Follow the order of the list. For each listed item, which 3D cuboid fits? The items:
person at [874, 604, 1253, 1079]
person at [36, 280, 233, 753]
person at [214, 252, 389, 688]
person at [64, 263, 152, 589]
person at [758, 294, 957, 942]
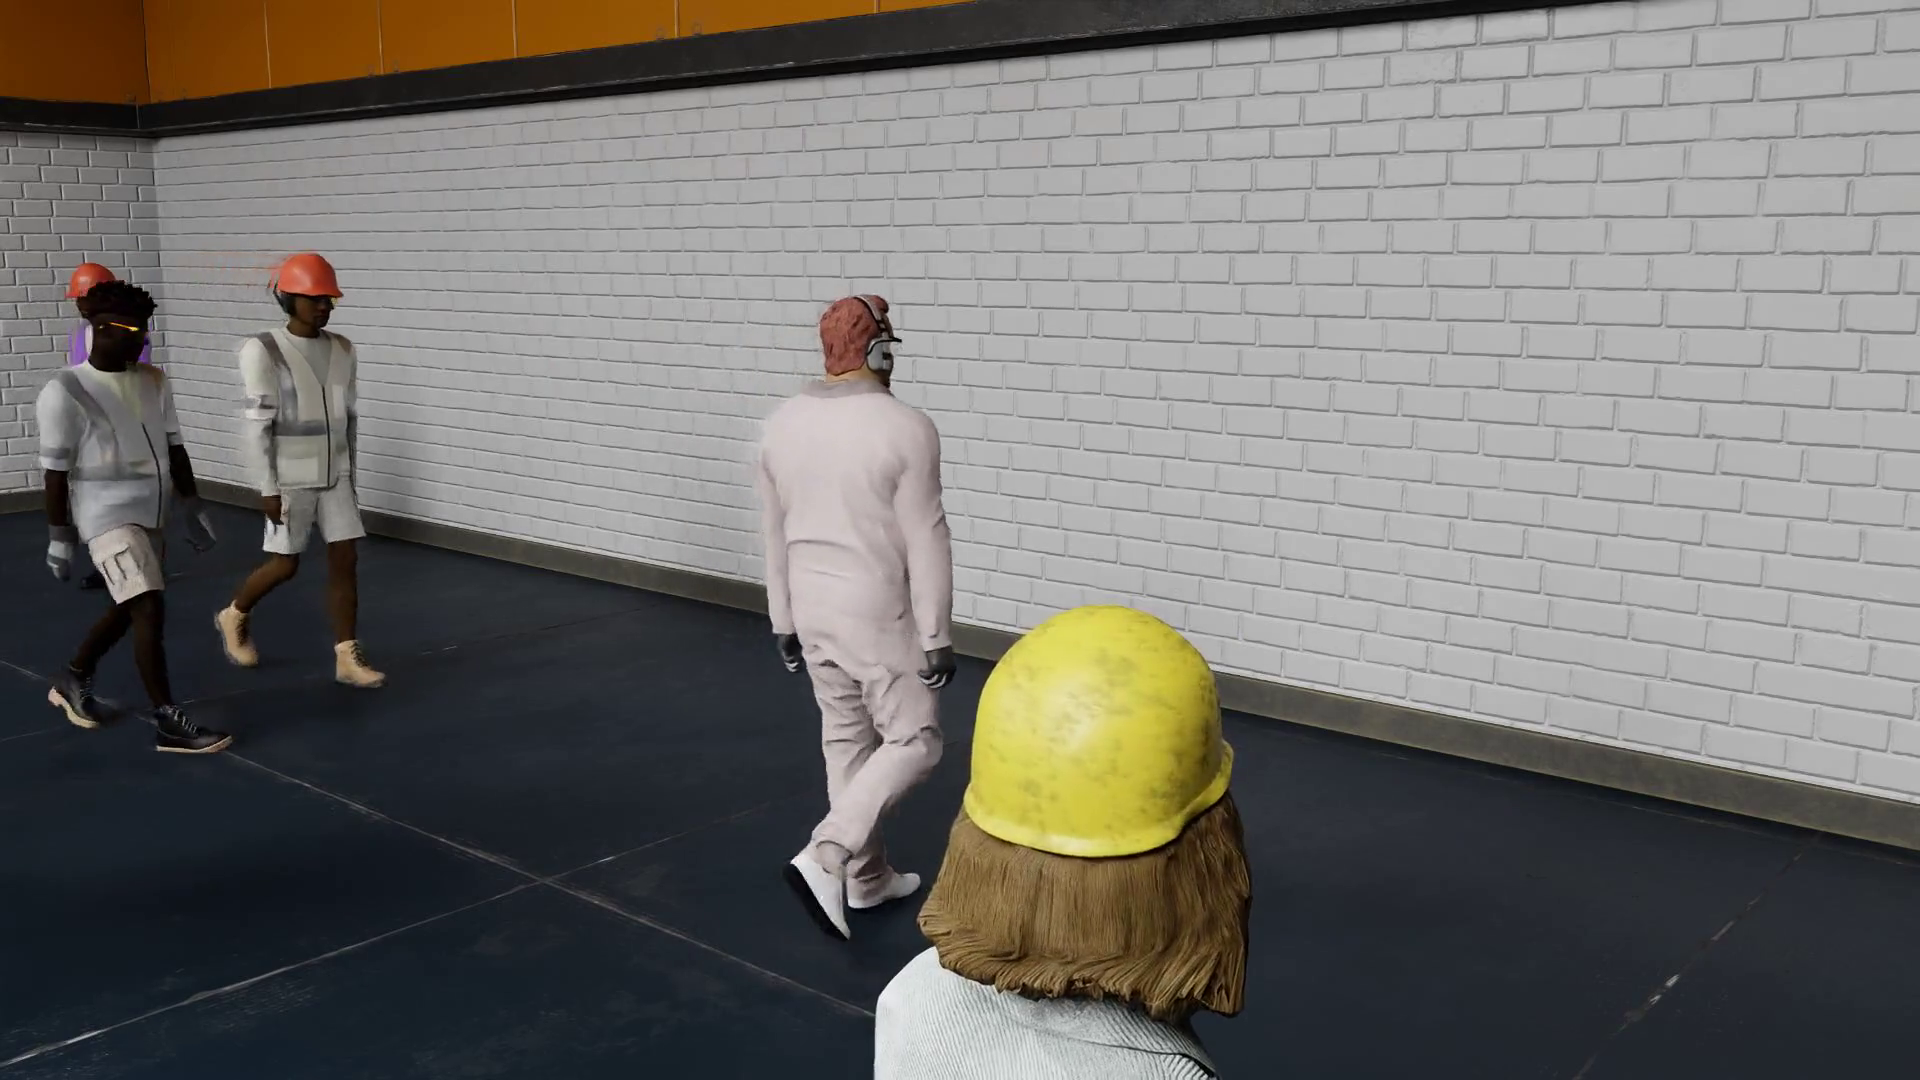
[{"bbox_3d":[0.113,0.912,1.427,0.284,1.746,0.489,-7,12,-36],"label":"person"},{"bbox_3d":[-3.457,-0.108,6.818,0.980,1.914,0.604,2,10,13],"label":"person"},{"bbox_3d":[-3.095,-0.318,7.718,0.866,2.017,0.615,6,12,31],"label":"person"},{"bbox_3d":[-5.016,-0.653,9.801,0.552,1.933,0.374,3,10,16],"label":"person"},{"bbox_3d":[-0.310,0.235,4.856,0.659,1.892,0.621,8,13,39],"label":"person"}]
